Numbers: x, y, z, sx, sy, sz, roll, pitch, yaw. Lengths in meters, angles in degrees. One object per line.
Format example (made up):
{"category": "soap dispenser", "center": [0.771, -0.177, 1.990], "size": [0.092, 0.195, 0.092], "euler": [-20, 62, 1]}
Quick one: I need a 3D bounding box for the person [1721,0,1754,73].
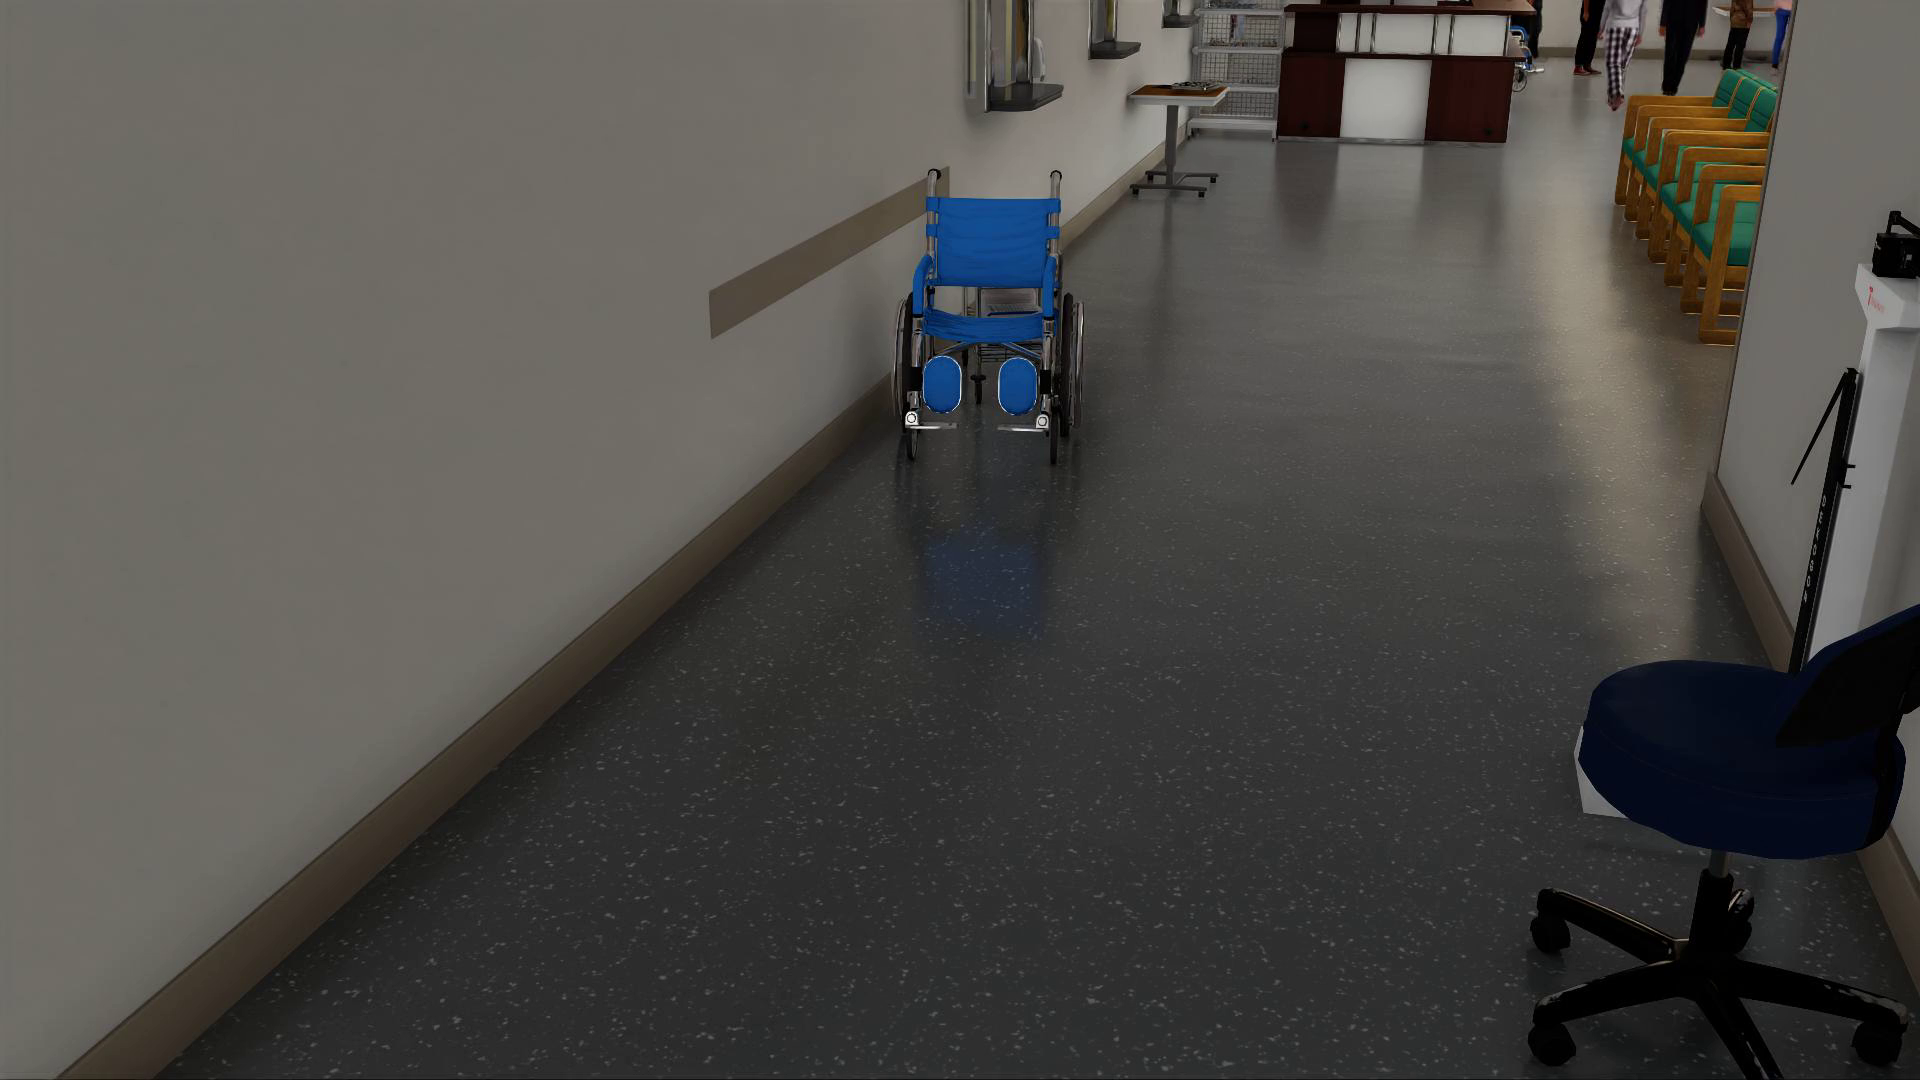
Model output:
{"category": "person", "center": [11.319, -7.532, 24.127], "size": [0.705, 1.455, 0.673], "euler": [-5, 21, -13]}

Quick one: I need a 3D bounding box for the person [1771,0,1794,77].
{"category": "person", "center": [11.756, -7.504, 23.627], "size": [0.643, 1.756, 0.780], "euler": [14, 25, 32]}

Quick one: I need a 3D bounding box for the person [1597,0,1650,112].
{"category": "person", "center": [7.681, -5.874, 19.246], "size": [1.112, 1.810, 0.828], "euler": [2, 21, 5]}

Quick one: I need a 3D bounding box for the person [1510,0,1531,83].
{"category": "person", "center": [7.547, -6.994, 22.429], "size": [0.875, 1.652, 0.922], "euler": [-18, 27, -40]}

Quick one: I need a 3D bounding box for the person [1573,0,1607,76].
{"category": "person", "center": [9.062, -7.577, 23.817], "size": [0.730, 1.758, 0.766], "euler": [-16, 26, -35]}

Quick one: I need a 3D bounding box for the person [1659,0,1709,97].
{"category": "person", "center": [8.836, -6.329, 20.389], "size": [0.697, 1.853, 0.747], "euler": [3, 21, 9]}

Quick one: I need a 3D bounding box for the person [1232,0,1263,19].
{"category": "person", "center": [6.034, -12.210, 35.997], "size": [1.159, 1.795, 0.777], "euler": [3, 21, 9]}
